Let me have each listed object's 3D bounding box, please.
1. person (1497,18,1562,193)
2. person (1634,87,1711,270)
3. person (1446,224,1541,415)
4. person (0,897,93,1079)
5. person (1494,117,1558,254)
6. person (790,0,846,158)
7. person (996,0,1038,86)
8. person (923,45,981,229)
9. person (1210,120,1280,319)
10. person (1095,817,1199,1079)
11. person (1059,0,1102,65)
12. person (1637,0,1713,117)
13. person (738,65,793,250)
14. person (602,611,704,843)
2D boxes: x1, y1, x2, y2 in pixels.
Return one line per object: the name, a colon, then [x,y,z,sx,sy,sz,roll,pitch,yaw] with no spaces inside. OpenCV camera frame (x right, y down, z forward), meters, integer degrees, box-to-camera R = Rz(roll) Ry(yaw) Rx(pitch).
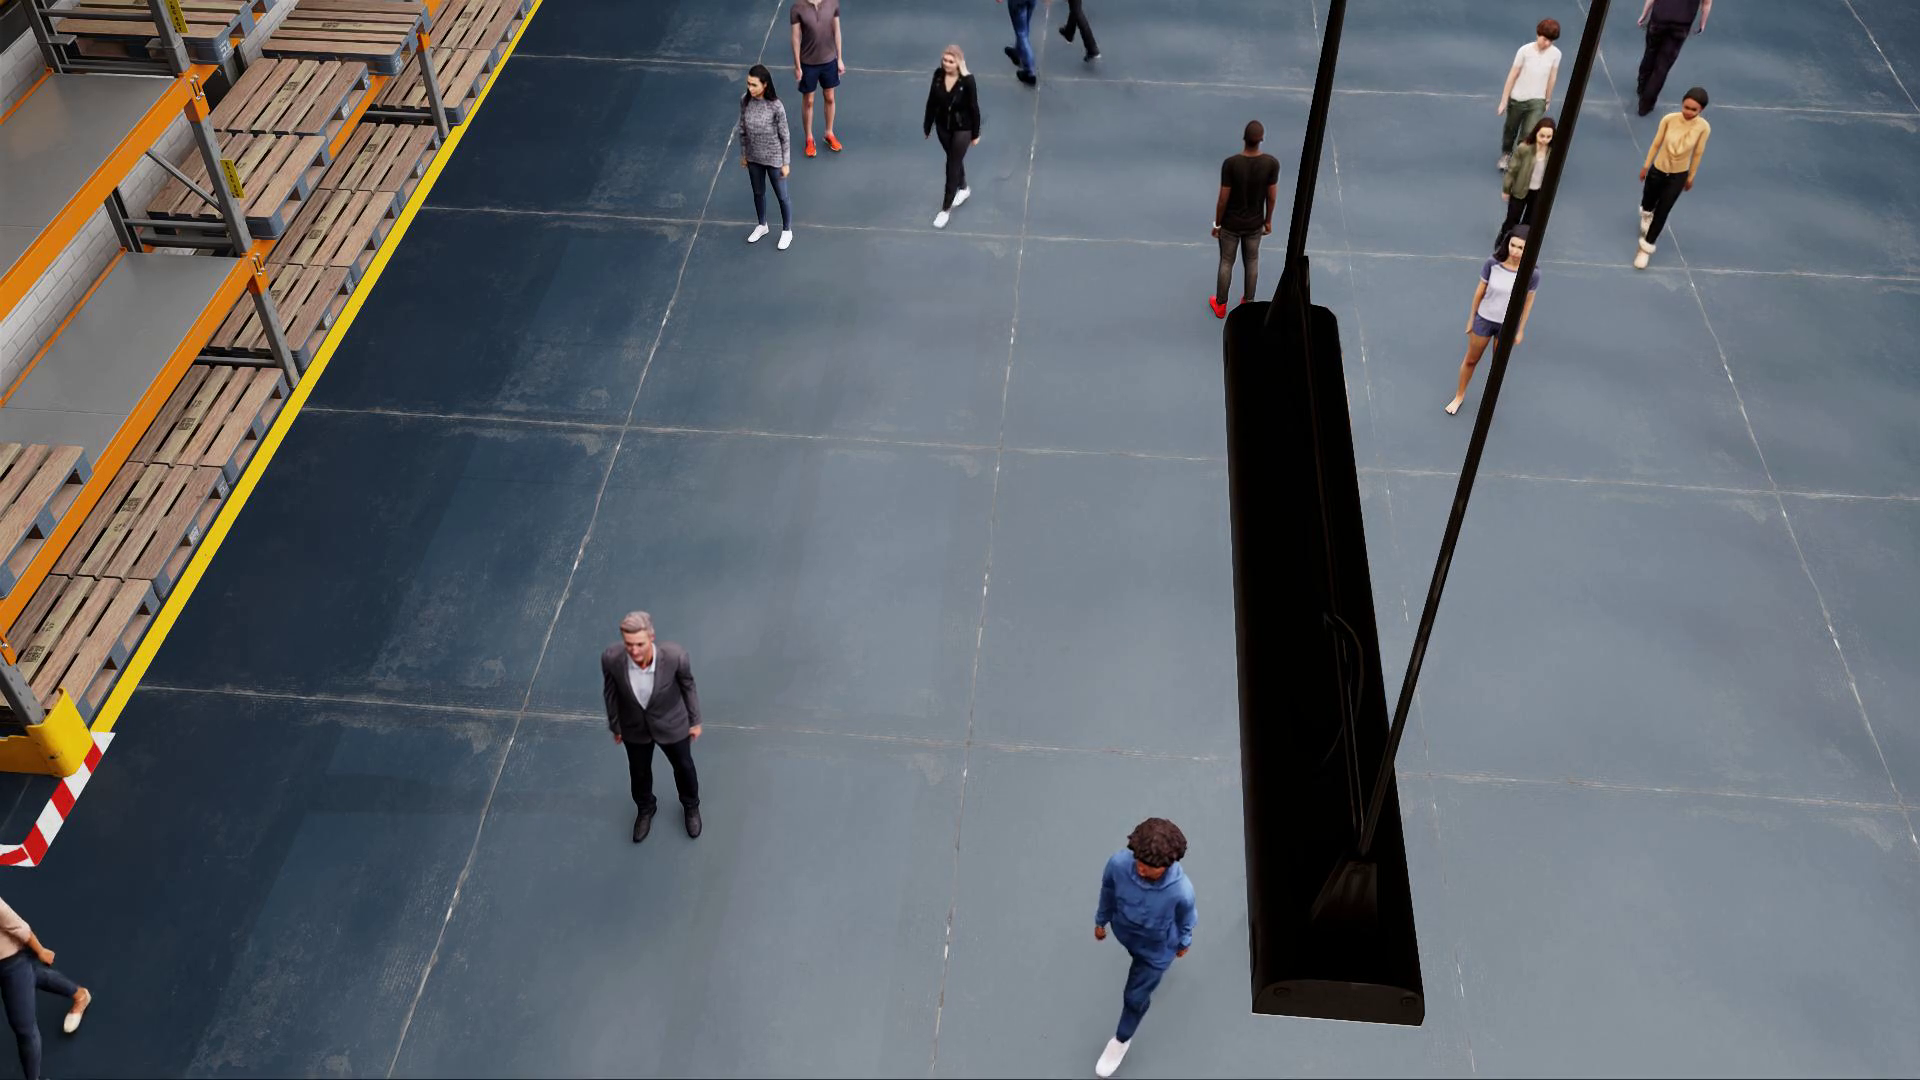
person: [5.272,-4.120,15.497,0.724,1.608,1.141,10,45,11]
person: [6.204,-3.239,14.554,0.866,1.634,1.099,21,47,20]
person: [4.151,-1.684,12.849,0.645,1.734,0.615,17,46,17]
person: [-5.030,2.149,8.813,0.613,1.751,1.073,3,44,4]
person: [4.936,-3.048,14.473,0.579,1.469,0.642,4,44,5]
person: [-1.348,-4.552,15.774,0.719,1.852,0.699,-14,45,-14]
person: [0.668,-5.485,16.749,1.023,1.857,1.154,-20,47,-20]
person: [-0.002,-3.744,15.067,0.888,1.657,1.091,21,47,20]
person: [2.344,-2.653,13.815,0.679,1.804,0.566,-2,44,-2]
person: [1.039,2.031,8.916,1.061,1.779,1.256,28,50,26]
person: [1.261,-5.777,17.128,1.022,1.757,1.225,-20,47,-20]
person: [6.940,-5.033,16.297,0.993,1.826,1.087,25,49,24]
person: [-1.698,-3.376,14.626,0.676,1.731,0.632,16,46,16]
person: [-1.813,1.081,9.868,0.740,1.842,0.647,-2,44,-3]
